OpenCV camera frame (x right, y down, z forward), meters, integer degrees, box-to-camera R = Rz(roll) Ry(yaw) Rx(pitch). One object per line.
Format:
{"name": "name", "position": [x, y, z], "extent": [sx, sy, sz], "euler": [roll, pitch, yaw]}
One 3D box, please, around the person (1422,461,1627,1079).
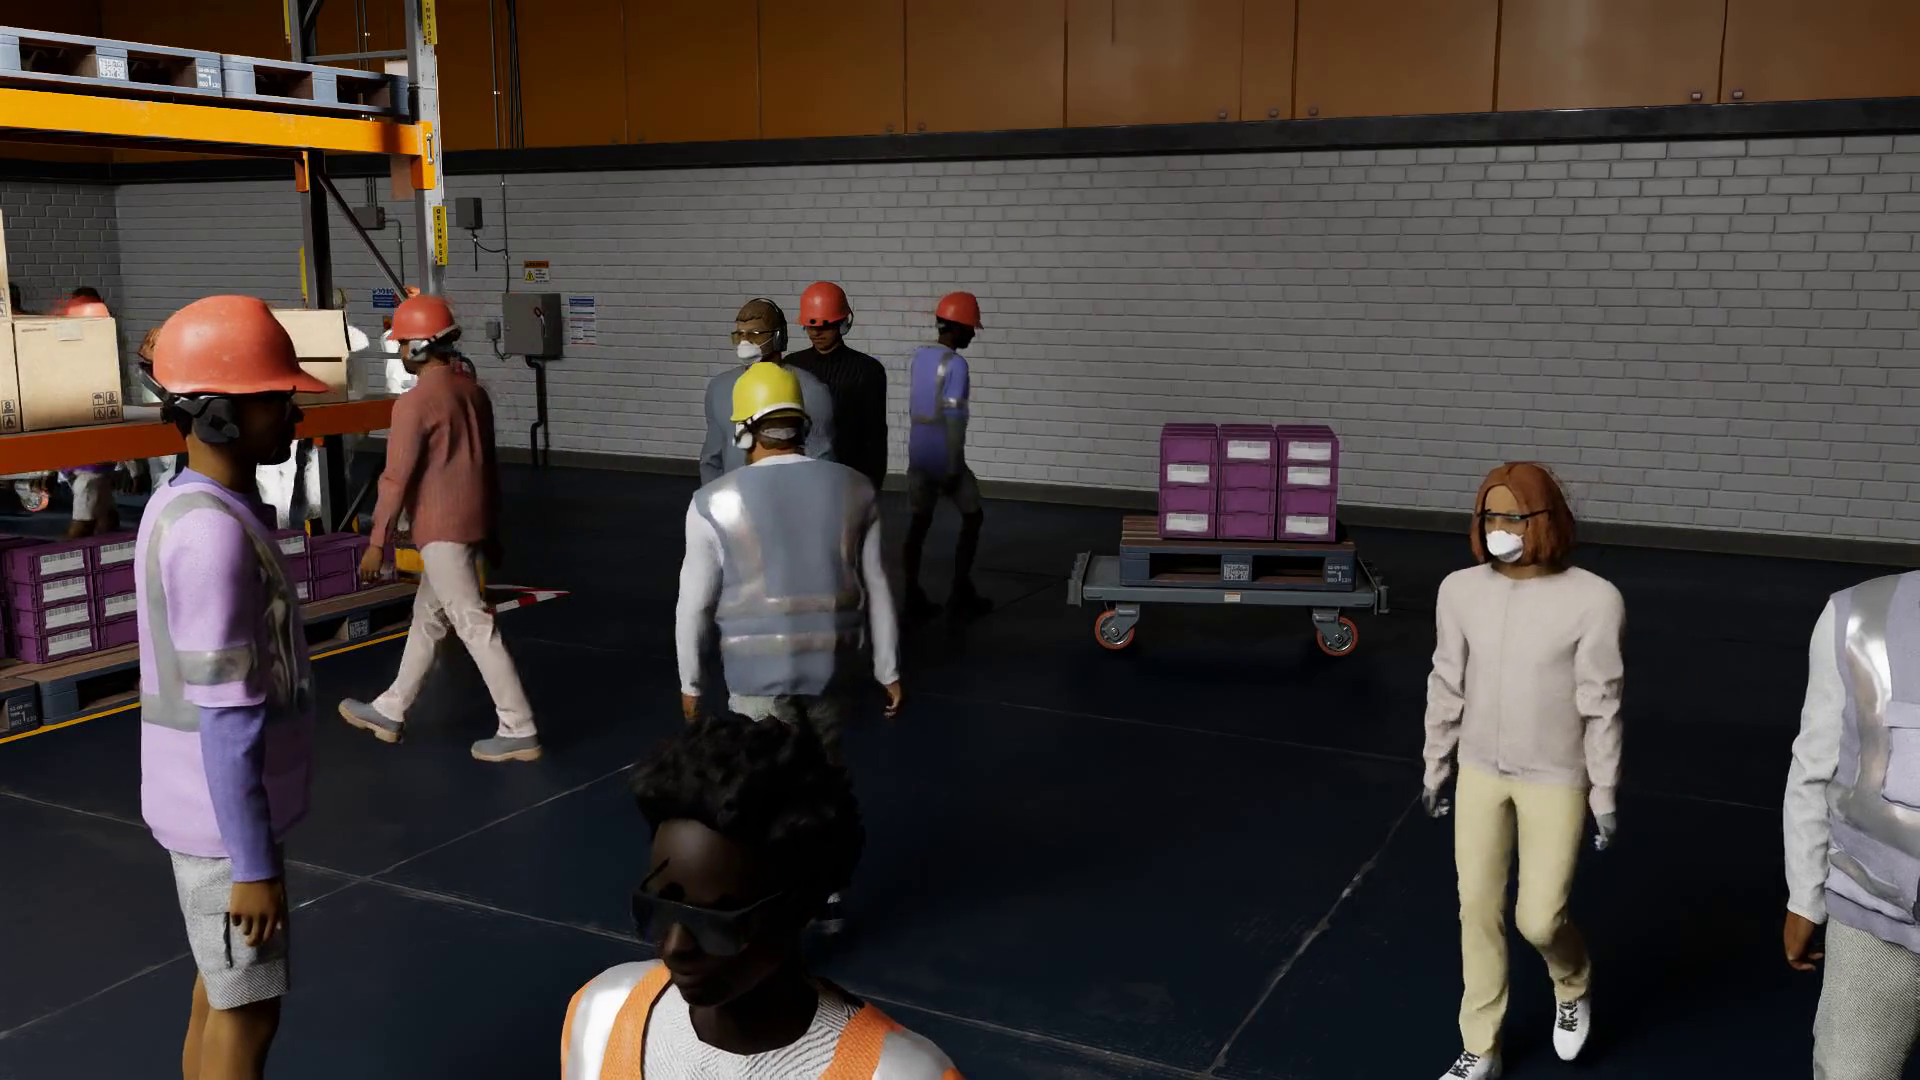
{"name": "person", "position": [1.413, 0.605, 4.185], "extent": [0.425, 1.619, 0.520], "euler": [-9, 13, -43]}

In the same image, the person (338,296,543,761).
{"name": "person", "position": [-2.217, -0.036, 6.953], "extent": [1.017, 1.938, 0.628], "euler": [2, 10, 11]}

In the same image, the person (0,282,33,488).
{"name": "person", "position": [-8.368, -1.393, 15.003], "extent": [1.020, 1.896, 0.644], "euler": [-1, 10, -6]}

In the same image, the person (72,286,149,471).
{"name": "person", "position": [-8.125, -1.487, 15.737], "extent": [0.782, 1.817, 0.635], "euler": [2, 10, 10]}

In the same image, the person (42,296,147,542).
{"name": "person", "position": [-4.999, -0.458, 9.595], "extent": [0.567, 1.882, 1.014], "euler": [5, 11, 28]}

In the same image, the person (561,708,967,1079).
{"name": "person", "position": [-0.210, 0.995, 1.706], "extent": [0.532, 1.698, 0.319], "euler": [5, 11, 27]}

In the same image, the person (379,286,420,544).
{"name": "person", "position": [-4.018, -0.917, 12.243], "extent": [0.355, 1.883, 0.573], "euler": [1, 10, 7]}

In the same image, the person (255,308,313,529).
{"name": "person", "position": [-4.921, -0.779, 11.709], "extent": [0.909, 1.787, 0.621], "euler": [8, 13, 40]}

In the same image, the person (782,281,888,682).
{"name": "person", "position": [-0.661, -0.284, 8.277], "extent": [0.608, 1.987, 0.388], "euler": [3, 10, 18]}

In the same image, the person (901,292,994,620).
{"name": "person", "position": [-0.055, -0.483, 9.687], "extent": [0.725, 1.896, 0.578], "euler": [-8, 13, -38]}

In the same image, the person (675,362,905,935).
{"name": "person", "position": [-0.516, 0.377, 4.975], "extent": [0.666, 1.803, 0.575], "euler": [-4, 11, -22]}

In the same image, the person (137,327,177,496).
{"name": "person", "position": [-5.334, -0.607, 11.171], "extent": [0.286, 1.632, 0.500], "euler": [-4, 10, -21]}

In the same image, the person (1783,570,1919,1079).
{"name": "person", "position": [1.846, 0.688, 3.097], "extent": [0.586, 1.833, 0.403], "euler": [5, 11, 27]}

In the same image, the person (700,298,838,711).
{"name": "person", "position": [-0.815, -0.040, 7.002], "extent": [0.627, 1.940, 0.372], "euler": [4, 11, 22]}

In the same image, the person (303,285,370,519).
{"name": "person", "position": [-4.666, -0.920, 12.237], "extent": [0.641, 1.890, 0.904], "euler": [-1, 10, -4]}

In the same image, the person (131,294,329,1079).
{"name": "person", "position": [-1.434, 0.536, 3.363], "extent": [0.396, 2.044, 0.609], "euler": [-5, 11, -27]}
